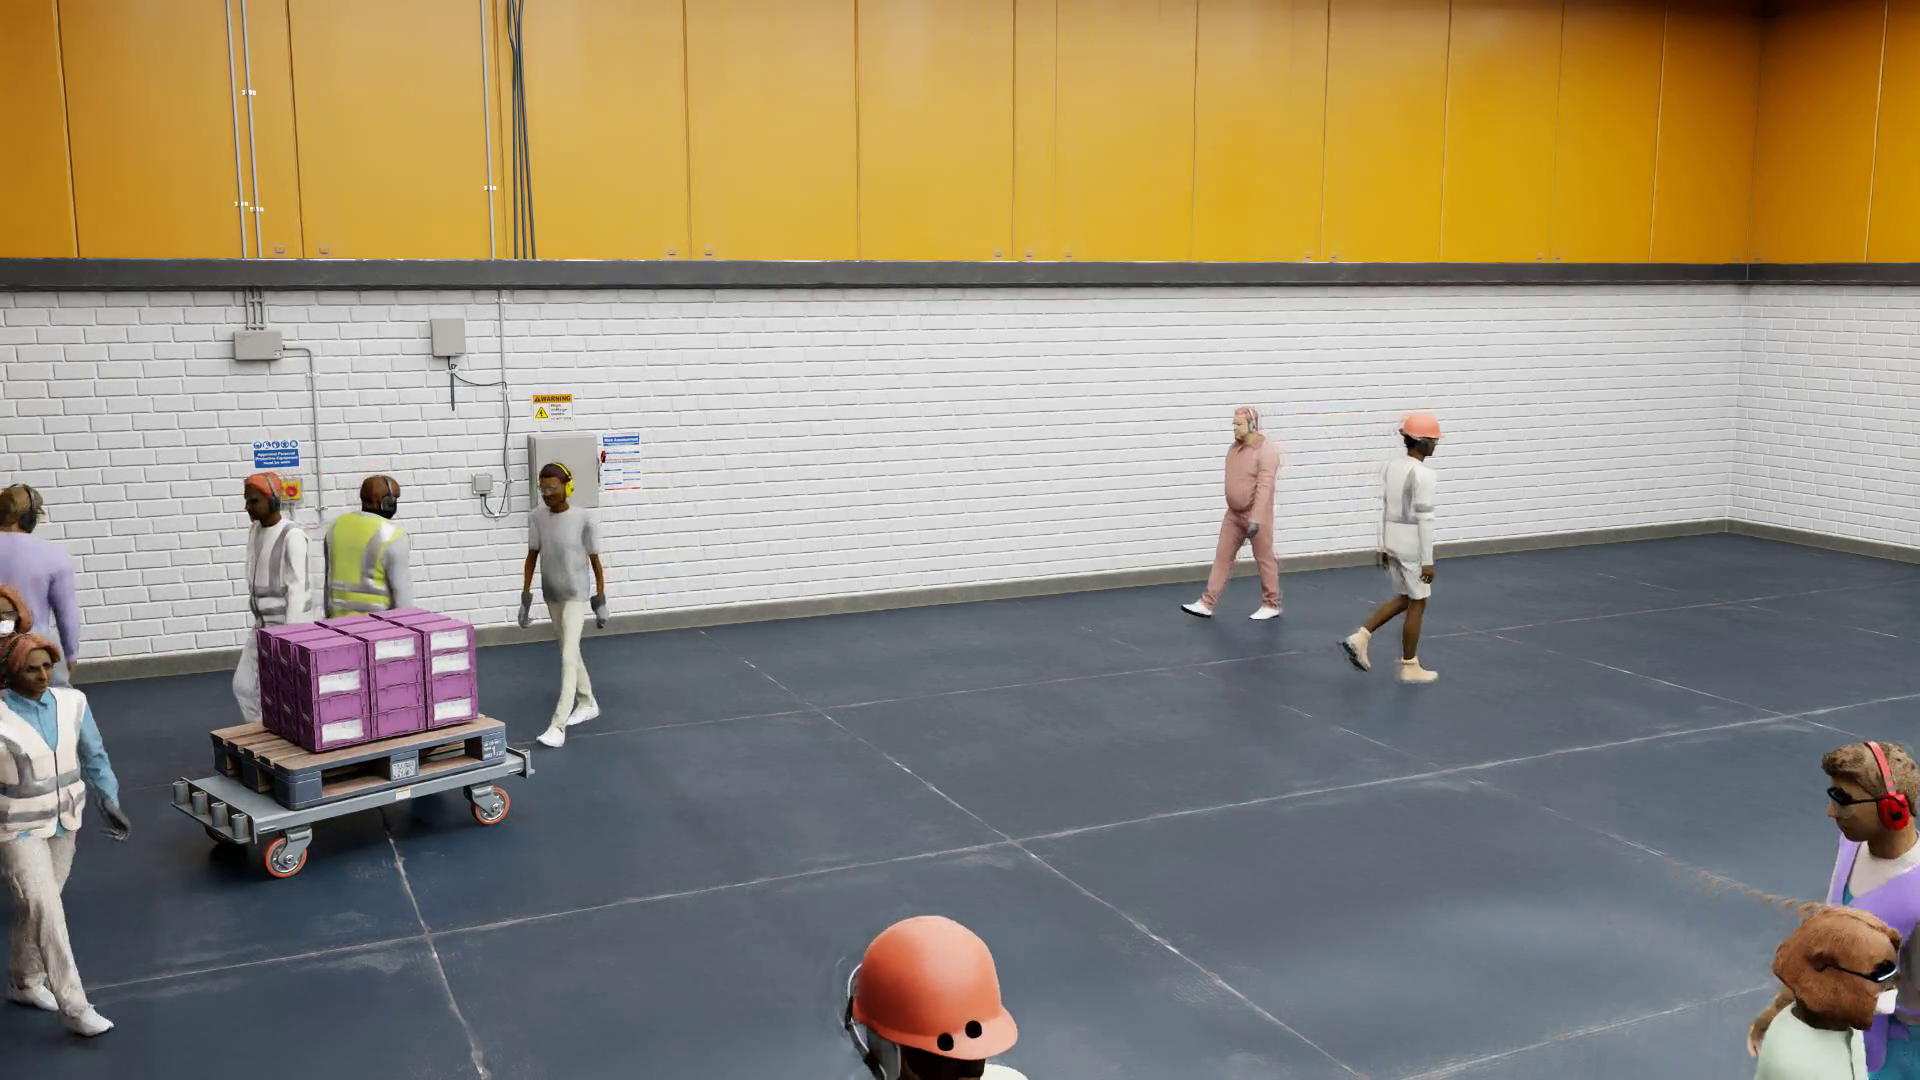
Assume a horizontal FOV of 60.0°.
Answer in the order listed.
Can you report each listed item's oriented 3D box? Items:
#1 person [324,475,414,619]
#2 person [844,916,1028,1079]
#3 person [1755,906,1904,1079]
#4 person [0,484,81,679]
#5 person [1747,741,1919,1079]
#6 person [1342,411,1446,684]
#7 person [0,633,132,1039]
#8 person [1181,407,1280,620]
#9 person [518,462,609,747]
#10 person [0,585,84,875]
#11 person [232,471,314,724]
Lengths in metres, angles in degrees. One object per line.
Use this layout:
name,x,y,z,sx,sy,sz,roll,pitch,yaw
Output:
person,-3.583,0.510,10.162,0.646,1.806,0.598,5,11,29
person,-0.104,1.581,3.038,0.979,1.958,0.623,9,13,44
person,1.936,1.607,3.966,0.511,1.595,0.800,-9,13,-43
person,-5.137,0.632,9.119,0.651,1.886,0.972,-1,9,-9
person,2.462,1.416,4.572,0.901,1.785,0.571,2,9,14
person,3.228,0.067,12.194,0.615,2.031,0.611,-2,9,-11
person,-3.598,1.168,6.646,0.798,1.601,0.532,4,10,22
person,2.401,-0.202,14.382,0.951,1.867,0.647,-6,11,-31
person,-2.599,0.399,10.843,0.568,1.824,0.930,3,10,20
person,-4.468,0.981,7.875,0.842,1.593,0.516,8,12,42
person,-4.107,0.526,9.845,0.603,1.862,0.654,8,12,39
